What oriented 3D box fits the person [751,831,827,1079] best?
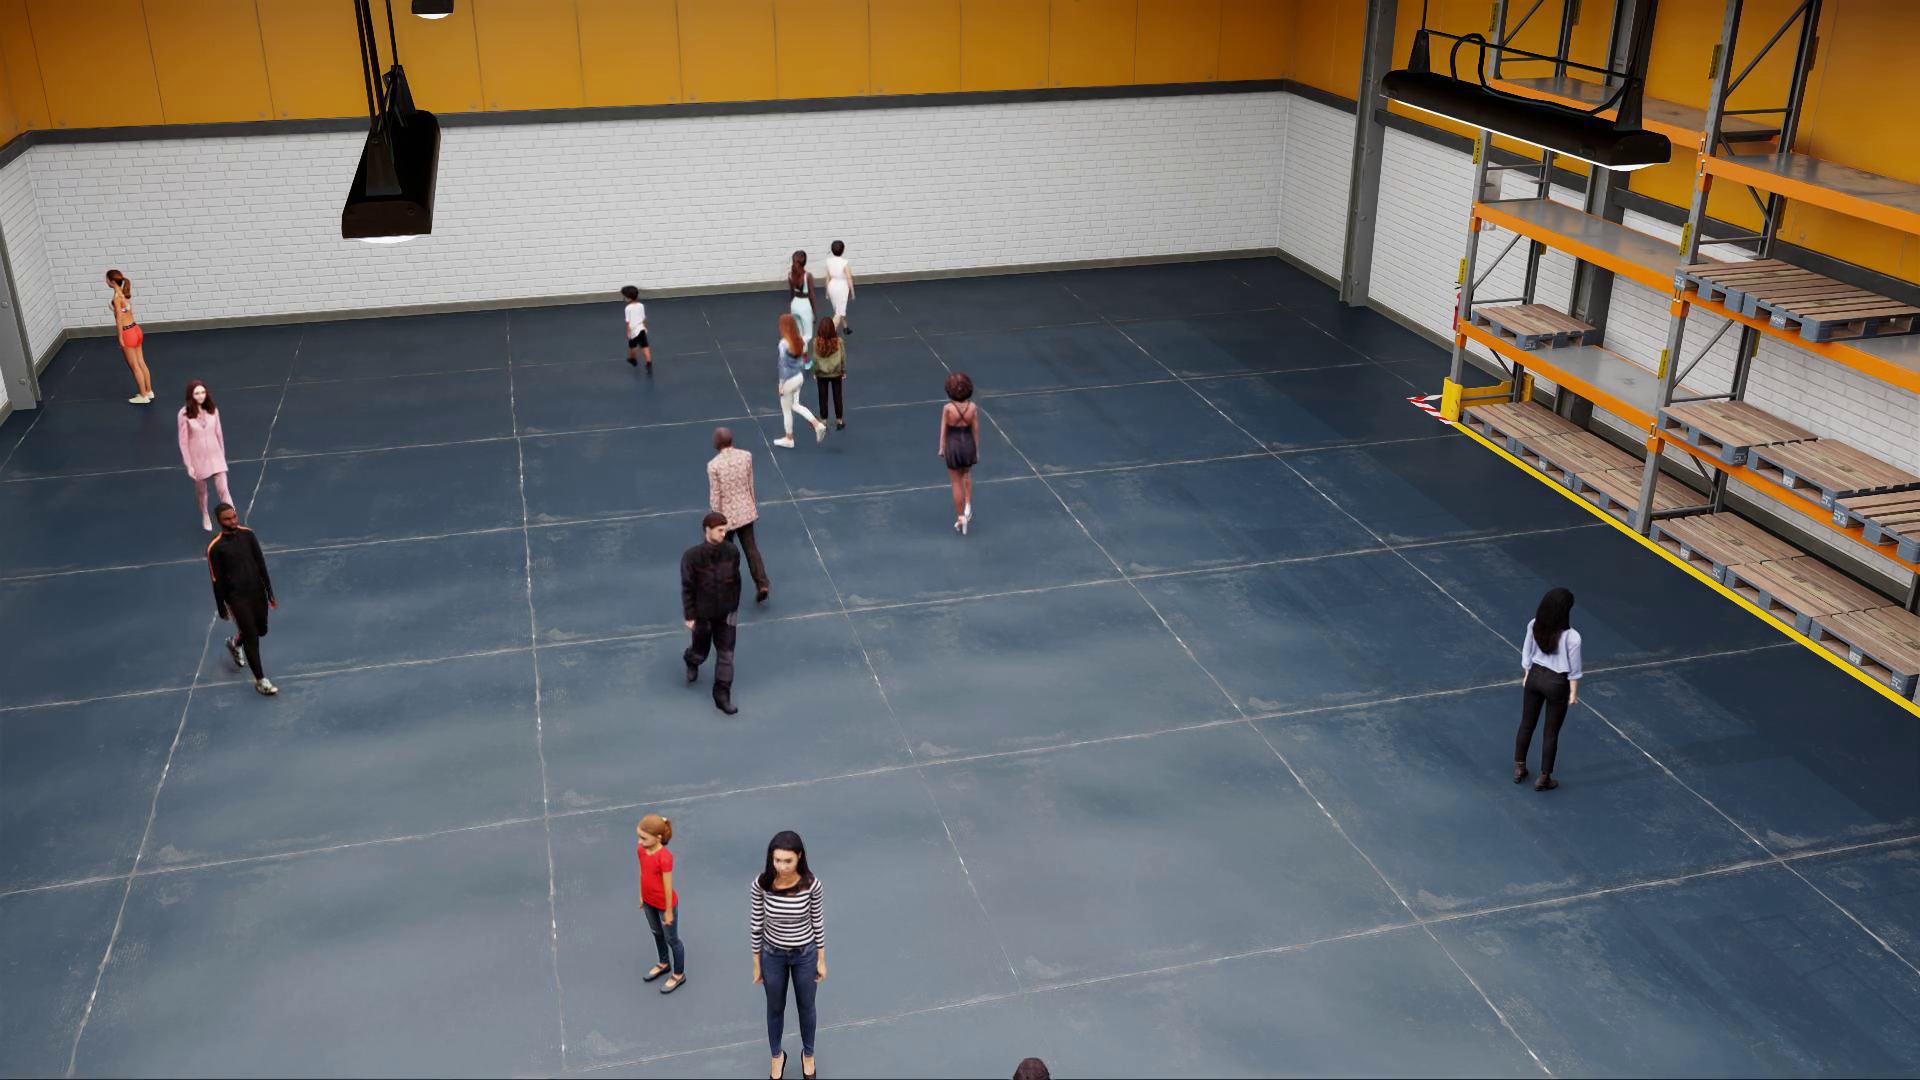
[{"bbox_3d":[-1.025,2.526,10.014,0.625,1.796,0.544,-1,24,-3],"label":"person"}]

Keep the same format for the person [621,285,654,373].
[{"bbox_3d":[-4.472,-2.922,23.180,0.751,1.233,0.979,-17,29,-34],"label":"person"}]

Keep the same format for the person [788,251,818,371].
[{"bbox_3d":[-2.227,-3.139,23.083,0.937,1.708,0.989,13,27,27],"label":"person"}]

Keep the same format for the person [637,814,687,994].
[{"bbox_3d":[-1.967,2.373,10.974,0.537,1.307,0.609,19,30,36],"label":"person"}]

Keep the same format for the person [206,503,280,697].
[{"bbox_3d":[-6.376,0.487,14.692,1.104,1.785,1.034,14,27,29],"label":"person"}]

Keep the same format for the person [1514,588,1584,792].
[{"bbox_3d":[4.650,1.171,13.179,0.789,1.744,0.664,-21,31,-39],"label":"person"}]

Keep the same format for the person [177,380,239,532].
[{"bbox_3d":[-8.122,-0.856,17.809,0.949,1.749,1.215,-18,29,-36],"label":"person"}]

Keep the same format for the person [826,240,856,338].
[{"bbox_3d":[-1.801,-3.584,24.341,0.974,1.515,1.069,11,26,24],"label":"person"}]

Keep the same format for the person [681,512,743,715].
[{"bbox_3d":[-2.173,0.593,14.419,0.883,1.810,1.145,-12,26,-26],"label":"person"}]

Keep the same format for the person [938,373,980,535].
[{"bbox_3d":[0.031,-0.900,17.881,0.572,1.774,0.658,-9,25,-19],"label":"person"}]

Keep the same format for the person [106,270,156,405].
[{"bbox_3d":[-10.954,-2.690,21.958,0.669,1.786,0.529,-1,24,-2],"label":"person"}]

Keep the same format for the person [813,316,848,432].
[{"bbox_3d":[-1.649,-2.105,21.009,0.616,1.475,0.562,-2,24,-4],"label":"person"}]

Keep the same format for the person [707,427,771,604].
[{"bbox_3d":[-2.166,-0.223,16.318,0.944,1.783,1.262,-14,27,-29],"label":"person"}]

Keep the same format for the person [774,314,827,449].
[{"bbox_3d":[-1.978,-1.912,20.306,0.977,1.685,0.963,9,25,19],"label":"person"}]
